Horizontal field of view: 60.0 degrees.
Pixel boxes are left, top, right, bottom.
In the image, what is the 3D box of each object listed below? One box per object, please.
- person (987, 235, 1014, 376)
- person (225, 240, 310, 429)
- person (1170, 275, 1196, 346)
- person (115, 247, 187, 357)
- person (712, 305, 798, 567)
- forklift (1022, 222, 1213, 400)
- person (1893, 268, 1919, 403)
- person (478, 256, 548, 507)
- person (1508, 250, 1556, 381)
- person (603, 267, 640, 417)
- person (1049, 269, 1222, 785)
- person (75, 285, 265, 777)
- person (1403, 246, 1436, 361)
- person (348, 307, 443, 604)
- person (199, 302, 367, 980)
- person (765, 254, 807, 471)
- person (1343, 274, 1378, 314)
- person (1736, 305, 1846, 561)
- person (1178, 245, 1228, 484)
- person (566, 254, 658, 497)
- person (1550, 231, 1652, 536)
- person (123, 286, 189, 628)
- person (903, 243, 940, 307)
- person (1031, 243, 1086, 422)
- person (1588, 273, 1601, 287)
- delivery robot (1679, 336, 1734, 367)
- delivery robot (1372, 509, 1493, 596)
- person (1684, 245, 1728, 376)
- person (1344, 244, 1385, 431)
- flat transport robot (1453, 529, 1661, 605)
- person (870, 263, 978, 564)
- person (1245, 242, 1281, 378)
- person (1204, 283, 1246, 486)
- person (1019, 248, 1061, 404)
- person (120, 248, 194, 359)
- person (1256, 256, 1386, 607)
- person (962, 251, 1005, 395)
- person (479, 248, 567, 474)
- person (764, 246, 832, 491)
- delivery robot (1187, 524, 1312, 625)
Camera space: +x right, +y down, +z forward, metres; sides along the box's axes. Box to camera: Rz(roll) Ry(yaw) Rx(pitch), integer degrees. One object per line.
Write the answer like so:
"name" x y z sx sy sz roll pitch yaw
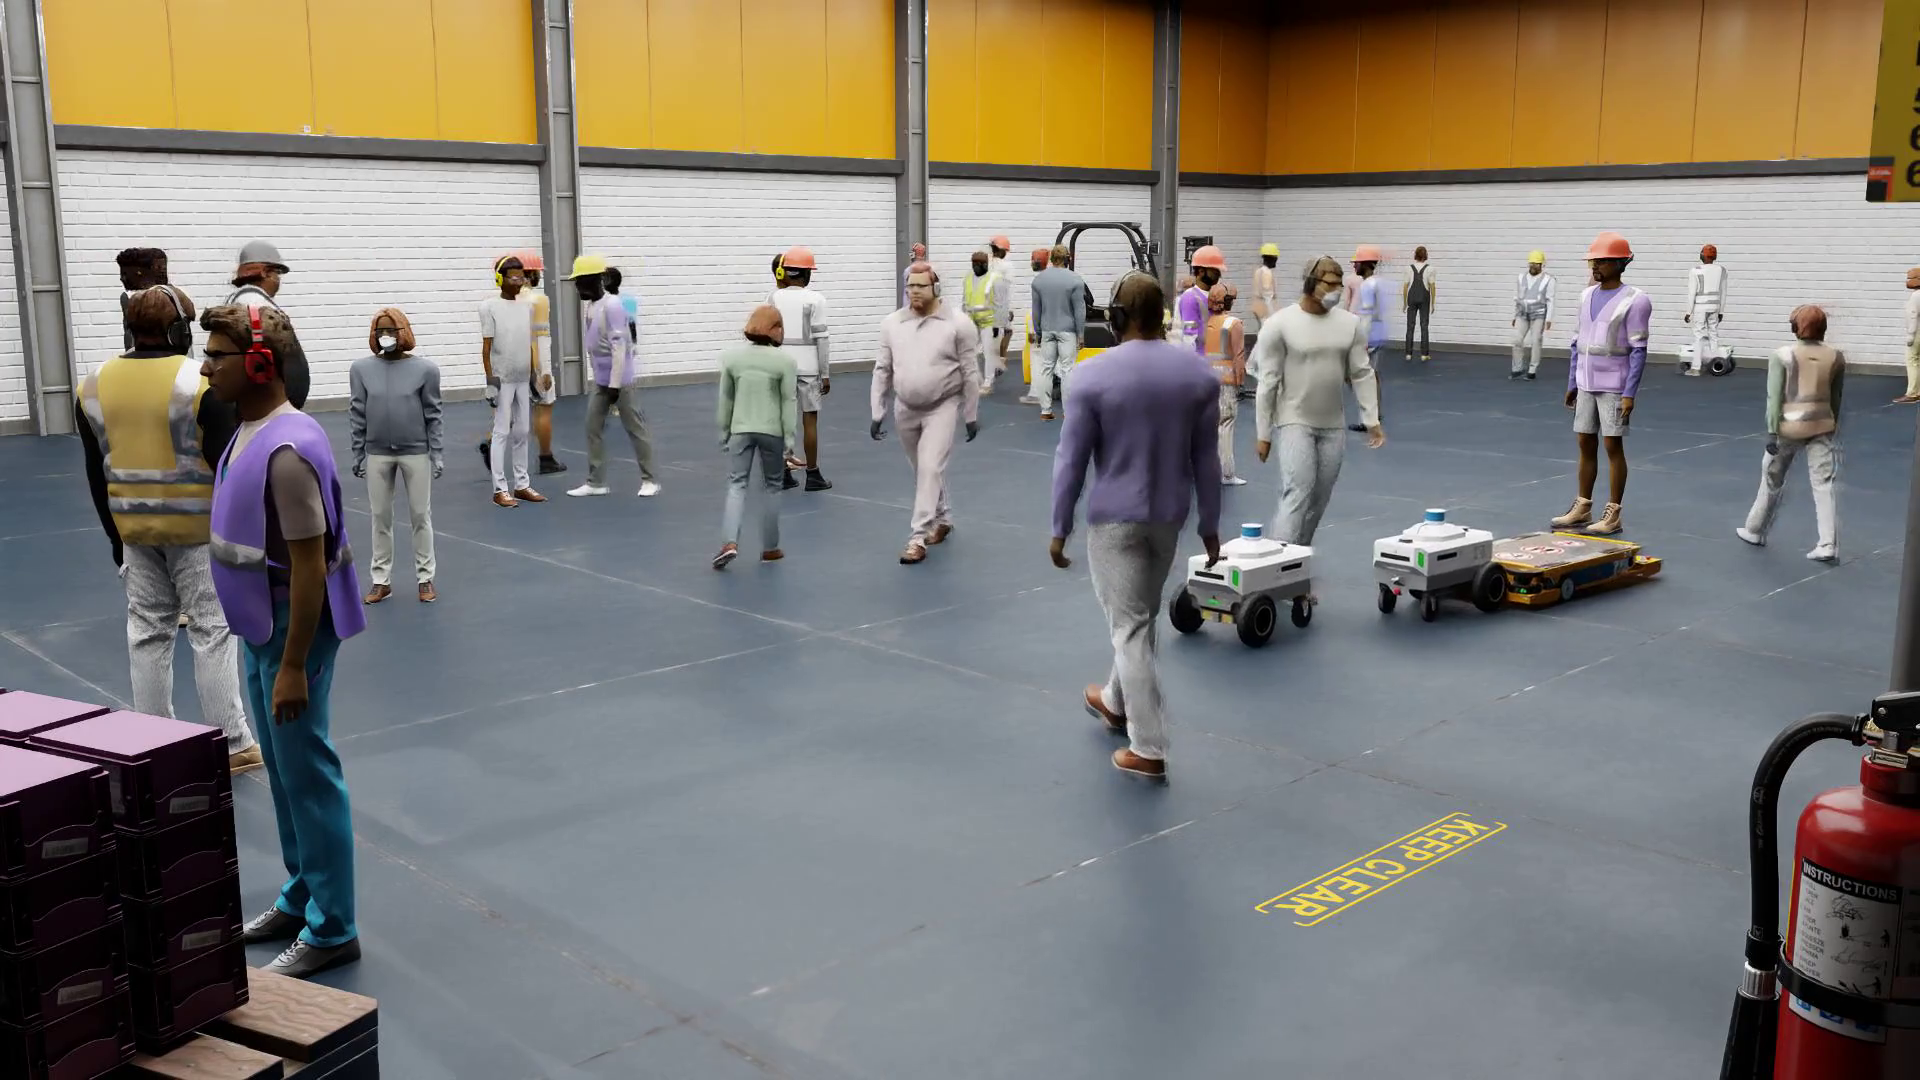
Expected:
"person" 0.538 -3.352 23.894 0.644 2.013 0.573 6 12 31
"person" -4.426 -0.934 10.636 0.820 2.000 0.717 -8 13 -38
"person" 2.492 -2.136 18.432 0.875 1.583 0.514 -3 11 -15
"person" -6.110 -1.236 12.585 0.757 1.925 0.629 -3 11 -15
"person" -1.258 -0.627 10.157 0.518 1.602 0.571 2 11 10
"forklift" 1.935 -2.847 20.651 2.313 2.155 1.214 2 11 13
"person" 11.585 -2.477 20.197 0.286 1.624 0.499 8 13 37
"person" -3.357 -1.185 12.492 0.328 1.865 0.508 6 12 31
"person" 7.911 -3.106 23.074 0.627 1.816 0.590 9 14 41
"person" -3.772 -2.184 18.466 0.545 1.672 0.411 9 14 42
"person" 0.631 -0.081 6.401 0.653 1.890 0.928 -4 11 -23
"person" -2.905 -0.020 6.202 0.624 1.844 0.429 2 11 9
"person" 7.432 -3.828 26.952 0.506 1.845 0.344 5 11 23
"person" -3.099 -0.461 9.165 0.497 1.634 0.279 -1 10 -7
"person" -1.847 0.277 4.567 0.389 1.846 0.564 -7 12 -33
"person" -1.510 -1.538 14.409 0.328 1.868 0.509 2 11 10
"person" 5.873 -3.318 24.385 0.523 1.769 0.323 2 11 12
"person" 5.319 -0.686 10.516 0.524 1.585 0.899 0 10 -3
"person" 1.990 -1.427 13.606 0.355 1.938 0.544 6 12 28
"person" -2.683 -1.258 12.873 0.687 1.883 0.602 -8 13 -38
"person" 4.345 -1.052 11.271 0.379 2.045 0.605 -5 11 -24
"person" -4.109 -0.428 8.628 0.534 1.767 0.313 6 12 31
"person" -0.587 -3.196 23.334 0.406 1.911 0.637 10 14 43
"person" 1.074 -2.232 17.993 0.630 1.940 0.371 6 12 28
"person" 9.216 -3.305 23.955 0.405 1.902 0.636 8 13 37
"delivery robot" 10.860 -2.727 24.214 0.707 0.478 0.477 7 13 35
"delivery robot" 2.537 0.077 8.922 0.707 0.478 0.477 -9 14 -40
"person" 10.741 -3.300 23.973 0.575 1.883 0.362 -1 10 -4
"person" 4.157 -2.060 17.087 0.417 1.921 0.576 5 12 26
"flat transport robot" 3.395 0.138 9.616 1.431 0.197 0.652 -9 13 -40
"person" -0.224 -0.826 10.583 0.662 1.858 1.011 4 11 21
"person" 4.317 -3.217 23.461 0.458 1.941 0.607 0 10 -1
"person" 2.109 -1.259 13.502 0.307 1.641 0.514 -8 13 -37
"person" 1.032 -2.551 19.918 0.632 1.869 0.588 7 13 35
"person" -6.700 -1.480 13.950 0.376 1.917 0.600 6 12 32
"person" 1.955 -0.614 9.245 0.641 1.908 0.671 -4 11 -21
"person" 0.282 -2.743 21.103 0.645 1.822 0.435 7 12 33
"person" -3.669 -1.474 13.931 0.549 1.918 0.757 7 12 33
"person" -1.273 -1.356 13.219 0.550 1.935 0.375 4 11 22
"delivery robot" 1.481 0.160 8.471 0.477 0.478 0.707 10 15 44
